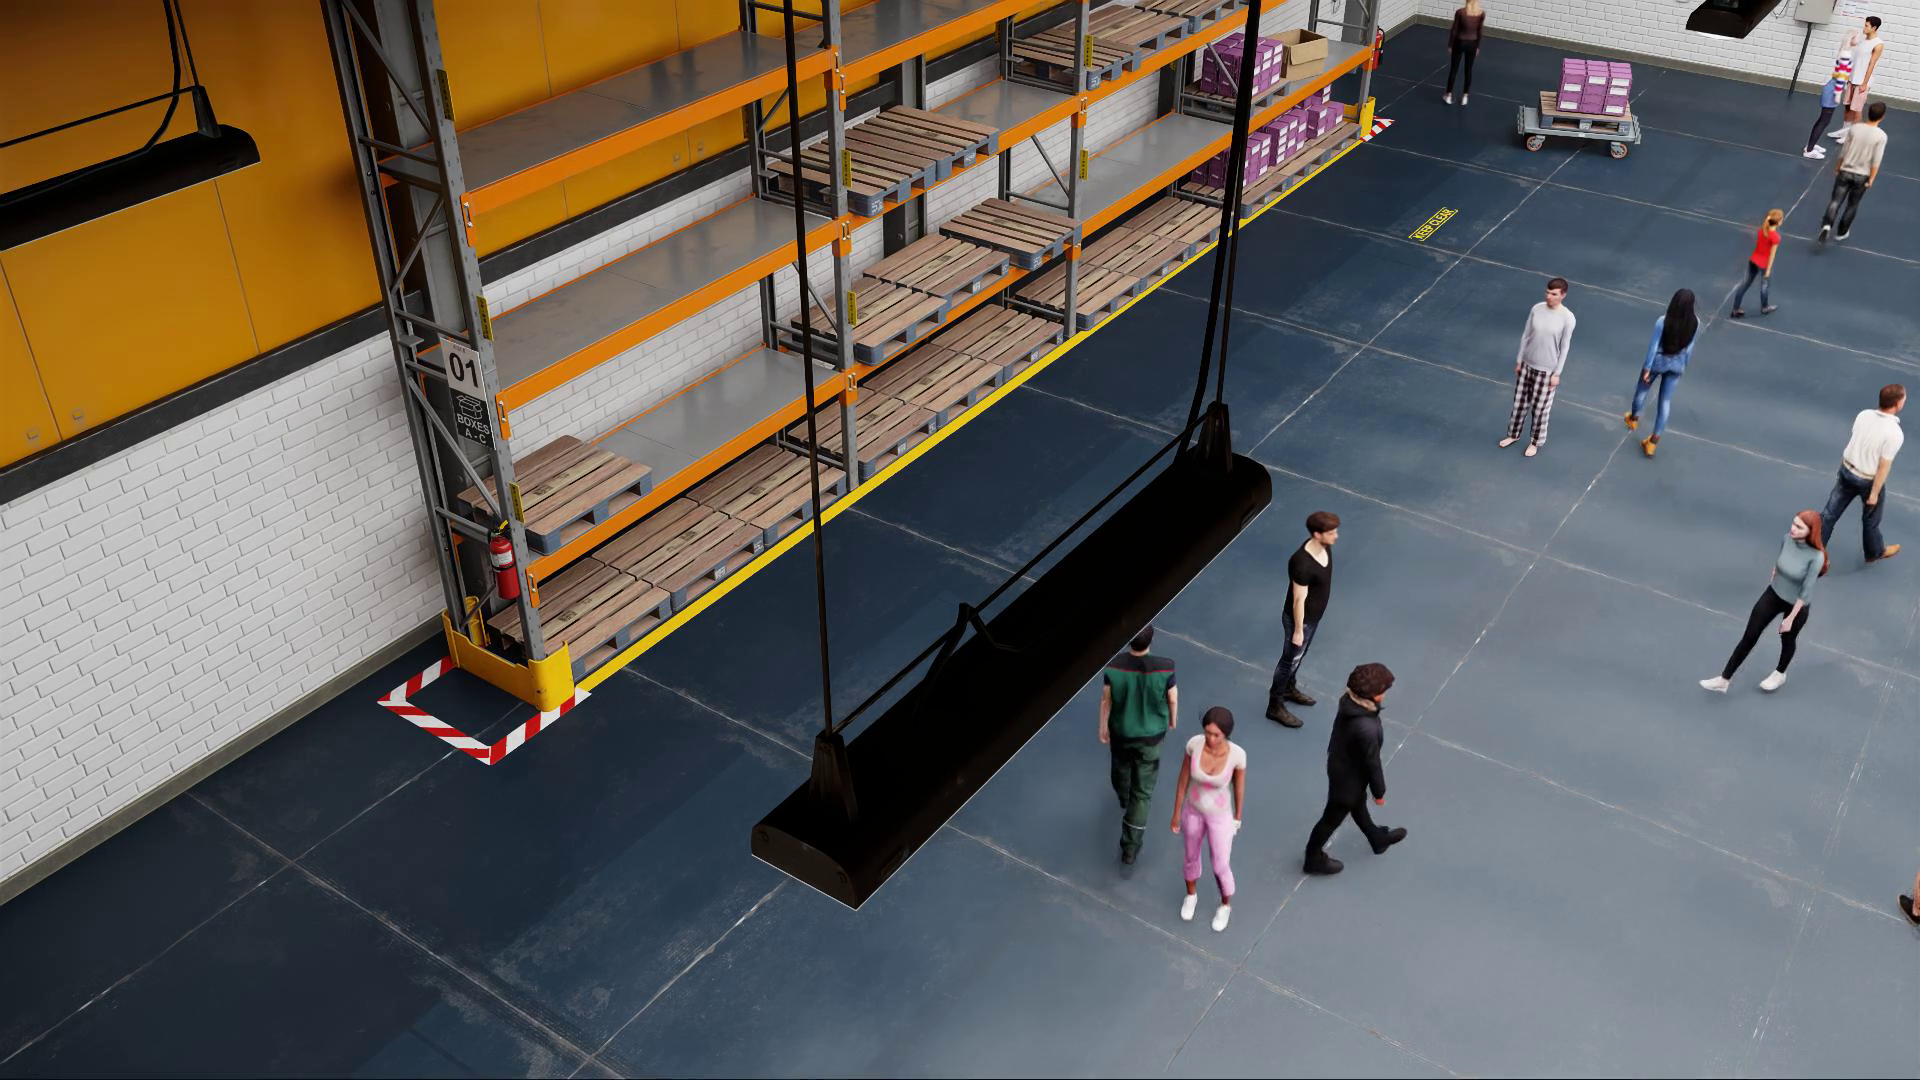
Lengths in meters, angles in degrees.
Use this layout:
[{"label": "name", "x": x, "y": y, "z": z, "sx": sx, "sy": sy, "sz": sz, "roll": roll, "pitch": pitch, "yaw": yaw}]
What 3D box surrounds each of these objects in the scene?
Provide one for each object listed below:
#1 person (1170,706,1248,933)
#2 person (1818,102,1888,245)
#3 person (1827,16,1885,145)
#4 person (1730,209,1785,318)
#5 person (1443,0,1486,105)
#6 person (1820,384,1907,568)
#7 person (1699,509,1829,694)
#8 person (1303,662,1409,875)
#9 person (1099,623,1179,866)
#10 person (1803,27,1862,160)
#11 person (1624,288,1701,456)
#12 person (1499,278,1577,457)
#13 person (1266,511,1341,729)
[{"label": "person", "x": 1.653, "y": 1.782, "z": 11.114, "sx": 0.636, "sy": 1.736, "sz": 0.622, "roll": 14, "pitch": 36, "yaw": 20}, {"label": "person", "x": 10.984, "y": -4.489, "z": 20.497, "sx": 0.725, "sy": 1.793, "sz": 1.019, "roll": 28, "pitch": 42, "yaw": 35}, {"label": "person", "x": 12.777, "y": -6.518, "z": 23.562, "sx": 0.791, "sy": 1.780, "sz": 0.710, "roll": -2, "pitch": 34, "yaw": -3}, {"label": "person", "x": 9.034, "y": -3.117, "z": 18.888, "sx": 0.872, "sy": 1.291, "sz": 0.749, "roll": -12, "pitch": 36, "yaw": -18}, {"label": "person", "x": 7.589, "y": -7.420, "z": 24.991, "sx": 0.680, "sy": 1.701, "sz": 0.672, "roll": 3, "pitch": 34, "yaw": 4}, {"label": "person", "x": 7.738, "y": -0.498, "z": 14.474, "sx": 1.250, "sy": 1.814, "sz": 1.146, "roll": -8, "pitch": 34, "yaw": -12}, {"label": "person", "x": 6.545, "y": 0.511, "z": 13.053, "sx": 1.126, "sy": 1.708, "sz": 0.961, "roll": -13, "pitch": 36, "yaw": -19}, {"label": "person", "x": 2.579, "y": 1.611, "z": 11.375, "sx": 1.108, "sy": 1.733, "sz": 1.067, "roll": -4, "pitch": 34, "yaw": -6}, {"label": "person", "x": 1.231, "y": 1.394, "z": 11.584, "sx": 0.977, "sy": 1.862, "sz": 1.322, "roll": 8, "pitch": 35, "yaw": 12}, {"label": "person", "x": 12.111, "y": -6.217, "z": 23.089, "sx": 0.733, "sy": 1.803, "sz": 0.503, "roll": 15, "pitch": 36, "yaw": 21}, {"label": "person", "x": 6.921, "y": -1.613, "z": 16.268, "sx": 0.941, "sy": 1.684, "sz": 1.098, "roll": 2, "pitch": 34, "yaw": 3}, {"label": "person", "x": 5.678, "y": -1.713, "z": 16.272, "sx": 0.653, "sy": 1.847, "sz": 0.574, "roll": 28, "pitch": 43, "yaw": 35}, {"label": "person", "x": 2.628, "y": 0.573, "z": 12.792, "sx": 0.728, "sy": 1.892, "sz": 0.511, "roll": 18, "pitch": 38, "yaw": 25}]
